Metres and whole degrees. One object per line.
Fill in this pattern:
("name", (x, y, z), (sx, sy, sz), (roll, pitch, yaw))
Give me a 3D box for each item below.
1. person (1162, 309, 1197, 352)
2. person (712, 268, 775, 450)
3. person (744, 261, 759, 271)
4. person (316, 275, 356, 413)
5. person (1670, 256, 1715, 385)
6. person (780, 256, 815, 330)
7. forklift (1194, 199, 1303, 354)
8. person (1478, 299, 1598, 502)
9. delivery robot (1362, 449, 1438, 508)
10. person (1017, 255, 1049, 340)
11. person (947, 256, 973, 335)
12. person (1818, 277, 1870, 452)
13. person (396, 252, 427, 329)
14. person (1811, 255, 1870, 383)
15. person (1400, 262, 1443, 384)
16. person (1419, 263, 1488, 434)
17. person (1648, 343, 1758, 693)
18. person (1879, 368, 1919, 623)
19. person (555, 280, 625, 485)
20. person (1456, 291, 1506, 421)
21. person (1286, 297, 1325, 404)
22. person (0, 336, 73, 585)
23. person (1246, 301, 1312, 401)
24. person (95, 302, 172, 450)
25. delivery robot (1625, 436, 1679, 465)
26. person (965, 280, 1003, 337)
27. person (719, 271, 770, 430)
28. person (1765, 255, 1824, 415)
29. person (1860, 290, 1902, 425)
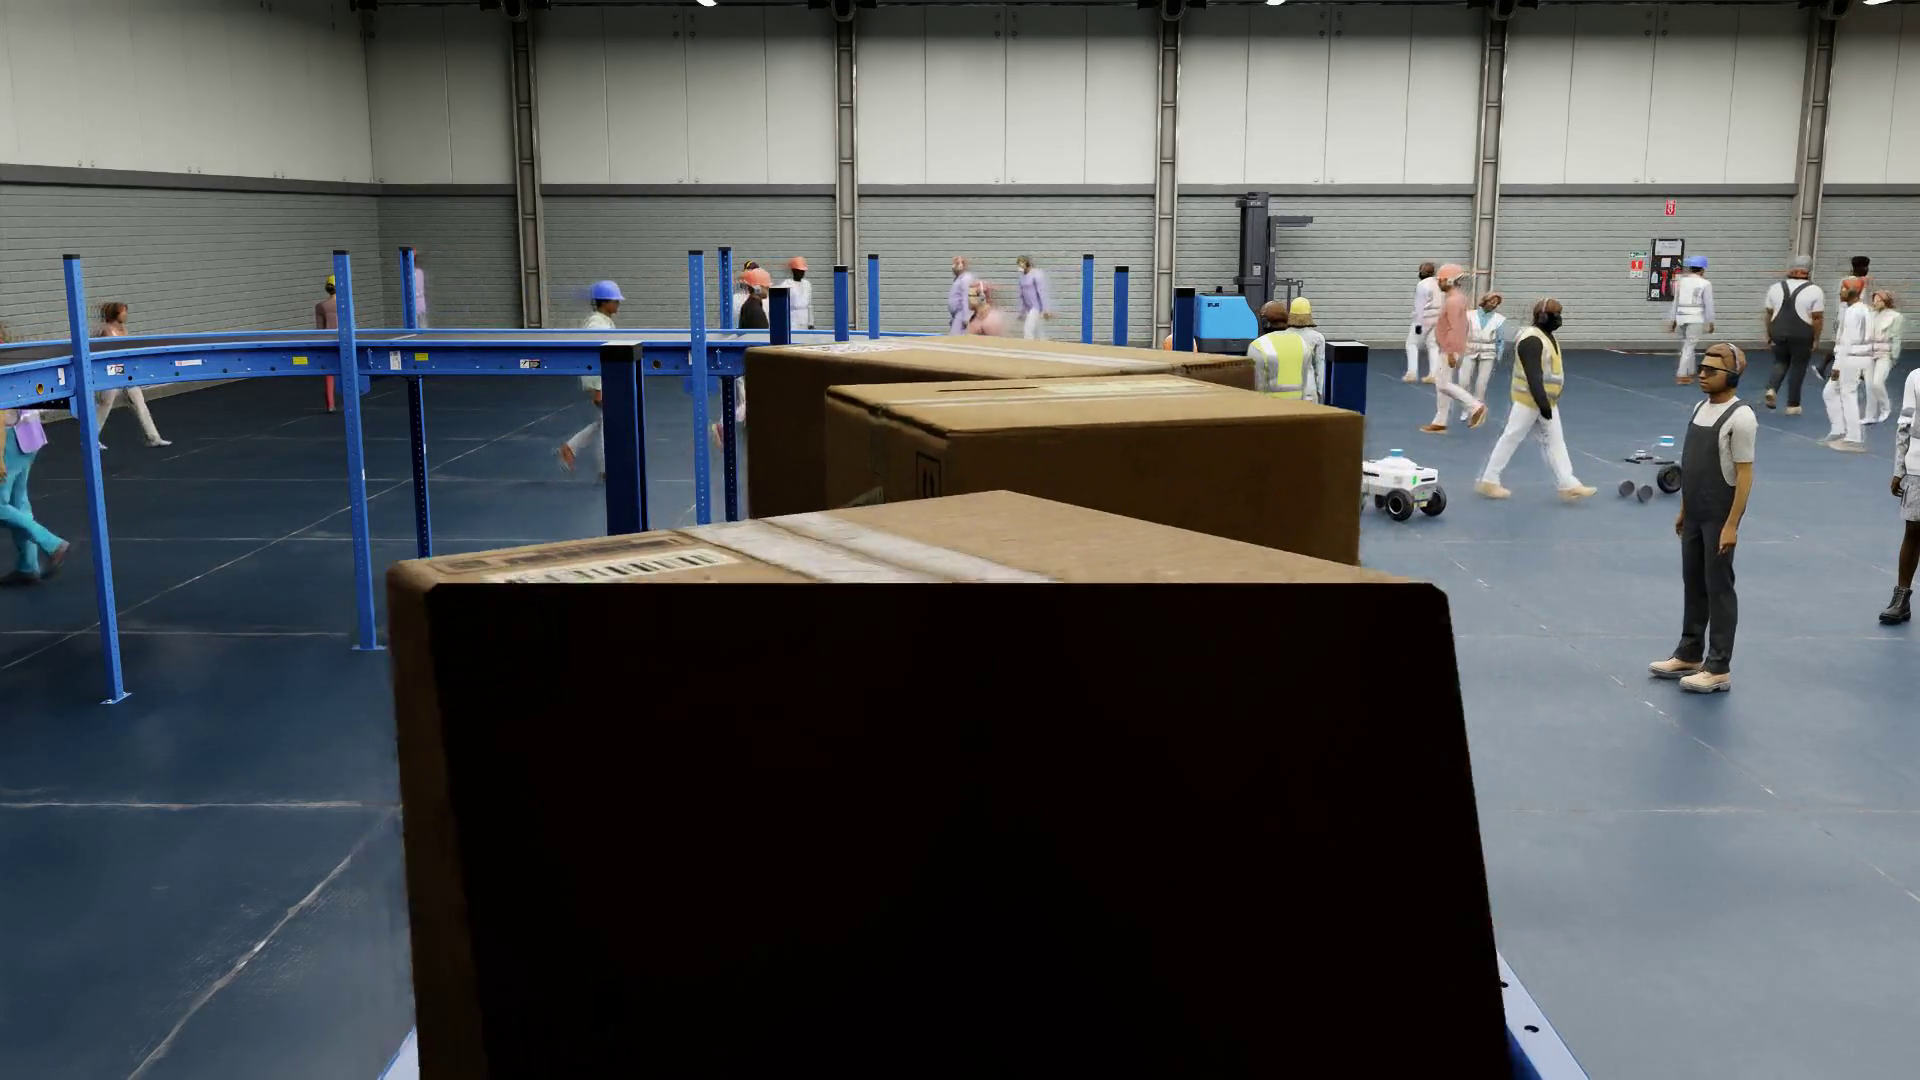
("person", (2.096, -1.405, 15.836), (0.318, 1.697, 0.535), (6, 13, 29))
("person", (-2.225, -1.876, 17.560), (0.771, 1.974, 0.625), (-3, 11, -17))
("person", (-2.972, -3.049, 23.833), (0.329, 1.872, 0.511), (6, 13, 28))
("person", (-7.977, -2.508, 21.346), (0.529, 1.760, 0.344), (2, 11, 9))
("person", (11.112, -3.306, 25.042), (0.901, 1.908, 0.641), (-5, 12, -25))
("person", (-2.405, -3.243, 24.710), (0.447, 1.924, 0.559), (9, 14, 38))
("forklift", (5.313, -4.851, 30.603), (1.873, 2.768, 1.129), (0, 11, 1))
("person", (5.128, -1.233, 14.733), (1.017, 1.791, 0.626), (8, 14, 37))
("delivery robot", (3.697, -0.529, 14.140), (0.477, 0.478, 0.707), (-8, 13, -34))
("person", (1.104, -3.724, 27.292), (0.940, 1.872, 0.689), (-5, 12, -22))
("person", (-0.024, -3.489, 26.045), (0.435, 1.891, 0.673), (-3, 11, -14))
("person", (9.533, -1.903, 17.957), (0.599, 1.861, 0.624), (8, 13, 34))
("person", (-8.986, -3.730, 26.985), (0.890, 2.012, 0.614), (3, 11, 15))
("person", (13.472, -3.357, 25.267), (0.908, 1.938, 0.607), (1, 11, 6))
("person", (7.004, -3.295, 25.231), (0.655, 1.816, 0.695), (-10, 15, -41))
("person", (5.733, -2.202, 19.218), (0.650, 1.974, 0.606), (4, 12, 17))
("person", (3.991, -0.125, 8.872), (0.341, 1.846, 0.510), (-2, 11, -8))
("person", (5.990, -0.417, 10.157), (0.542, 1.929, 0.373), (10, 15, 42))
("person", (-3.454, -1.474, 15.625), (0.685, 1.925, 0.626), (0, 11, 0))
("person", (6.261, -2.187, 20.055), (0.562, 1.614, 0.410), (4, 12, 18))
("person", (3.230, -1.438, 15.879), (0.487, 1.746, 0.289), (2, 11, 12))
("person", (-6.420, -0.587, 11.295), (0.499, 1.821, 0.600), (-3, 11, -16))
("person", (2.499, -0.986, 13.311), (0.630, 1.840, 0.429), (-7, 13, -32))
("person", (-9.096, -1.766, 17.968), (0.879, 1.591, 0.511), (0, 11, 2))
("delivery robot", (6.347, -0.816, 14.938), (0.698, 0.223, 0.335), (-3, 11, -13))
("person", (0.266, -1.620, 16.446), (0.620, 1.887, 0.655), (-2, 11, -9))
("person", (-2.549, -2.268, 19.864), (0.650, 1.866, 0.982), (-4, 12, -21))
("person", (10.663, -2.604, 21.218), (0.549, 2.000, 0.710), (-9, 14, -38))
("person", (11.069, -2.195, 20.076), (0.375, 1.626, 0.541), (-4, 12, -18))
